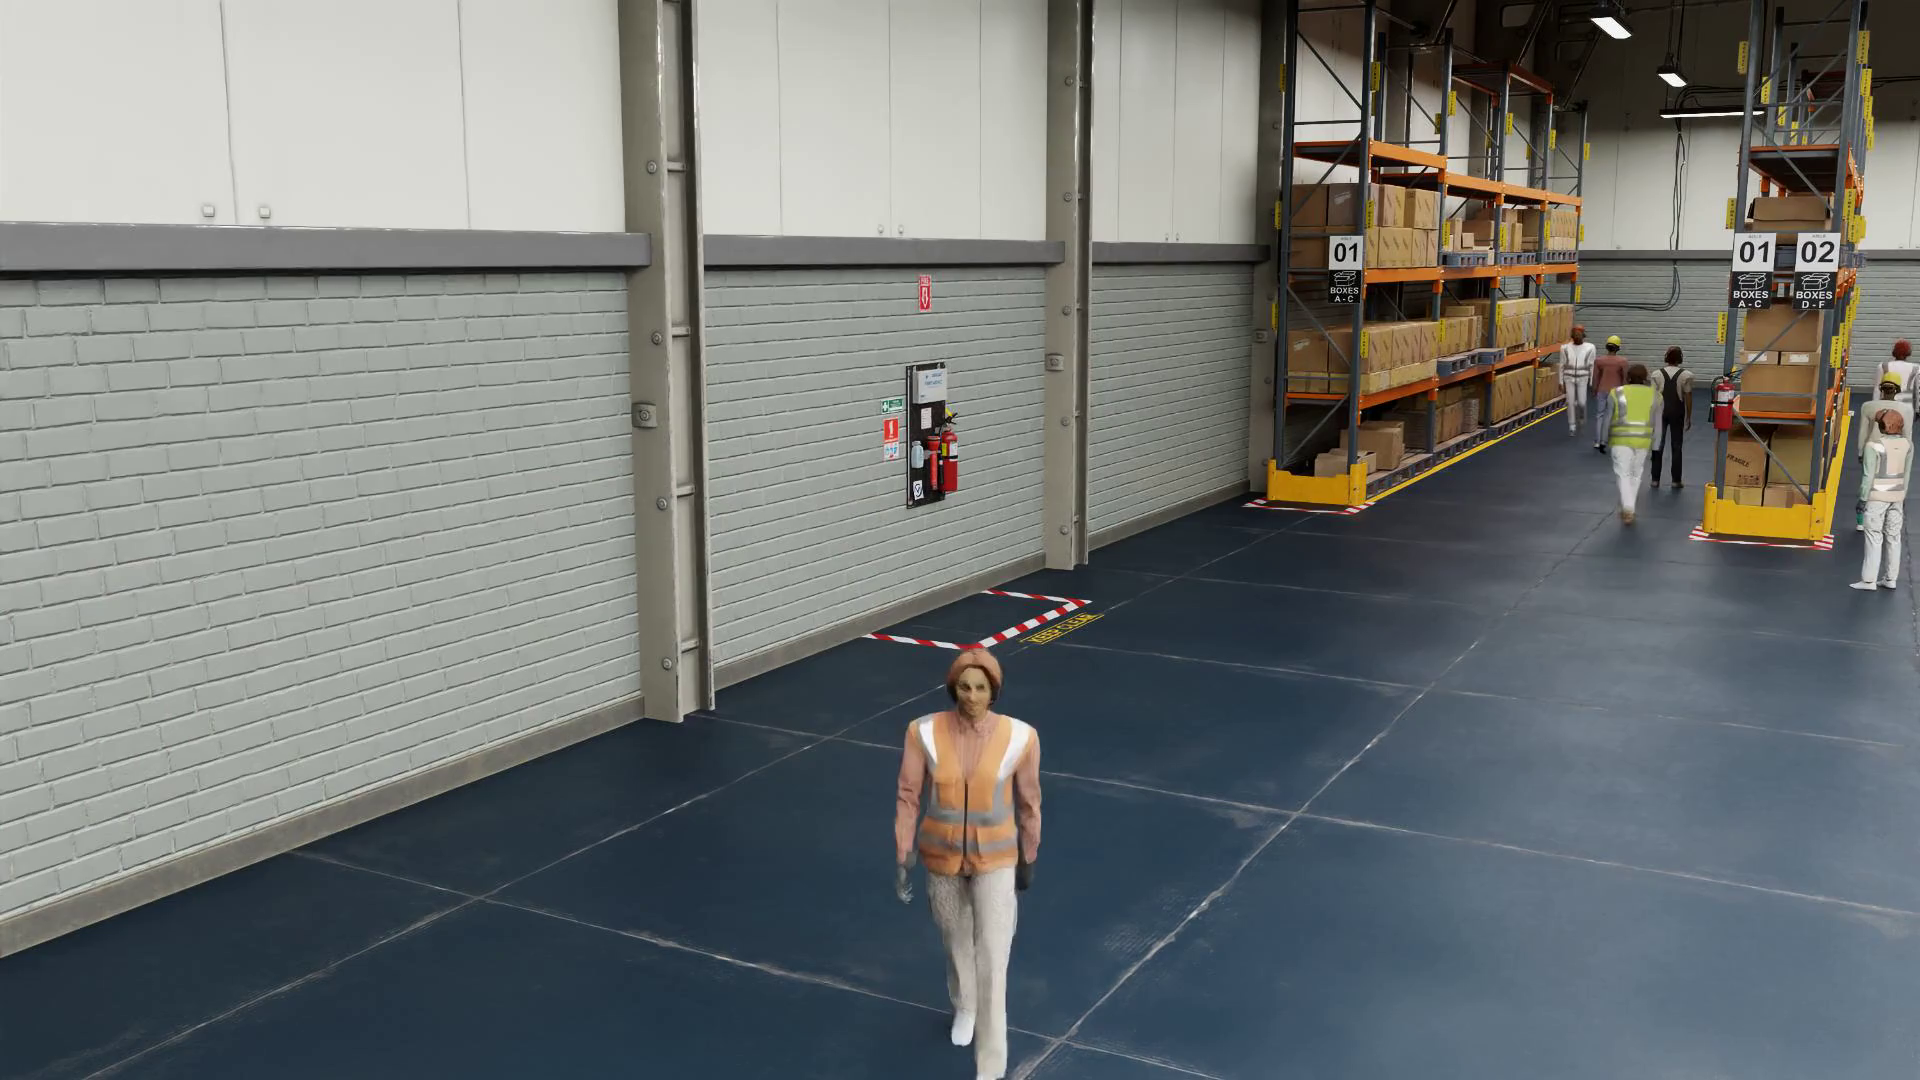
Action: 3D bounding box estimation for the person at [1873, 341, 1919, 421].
[{"bbox_3d":[12.873,-1.811,22.846,0.604,1.827,0.992,5,11,28],"label":"person"}]

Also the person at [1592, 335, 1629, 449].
[{"bbox_3d":[10.104,-2.290,25.853,0.533,1.767,0.325,5,11,28],"label":"person"}]

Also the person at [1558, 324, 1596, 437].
[{"bbox_3d":[10.223,-2.634,27.582,0.579,1.870,0.417,4,11,25],"label":"person"}]

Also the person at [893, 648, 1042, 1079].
[{"bbox_3d":[0.026,1.183,6.028,0.518,1.592,0.869,1,10,8],"label":"person"}]

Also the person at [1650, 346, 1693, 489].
[{"bbox_3d":[9.166,-1.583,21.478,0.517,1.843,0.326,5,11,27],"label":"person"}]

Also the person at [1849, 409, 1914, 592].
[{"bbox_3d":[8.259,-0.353,14.878,0.522,1.639,0.305,-3,10,-17],"label":"person"}]

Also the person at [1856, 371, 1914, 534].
[{"bbox_3d":[10.000,-0.946,18.009,0.518,1.757,0.339,7,12,36],"label":"person"}]

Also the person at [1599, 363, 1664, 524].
[{"bbox_3d":[7.557,-1.087,18.707,0.624,1.810,0.890,0,10,3],"label":"person"}]
